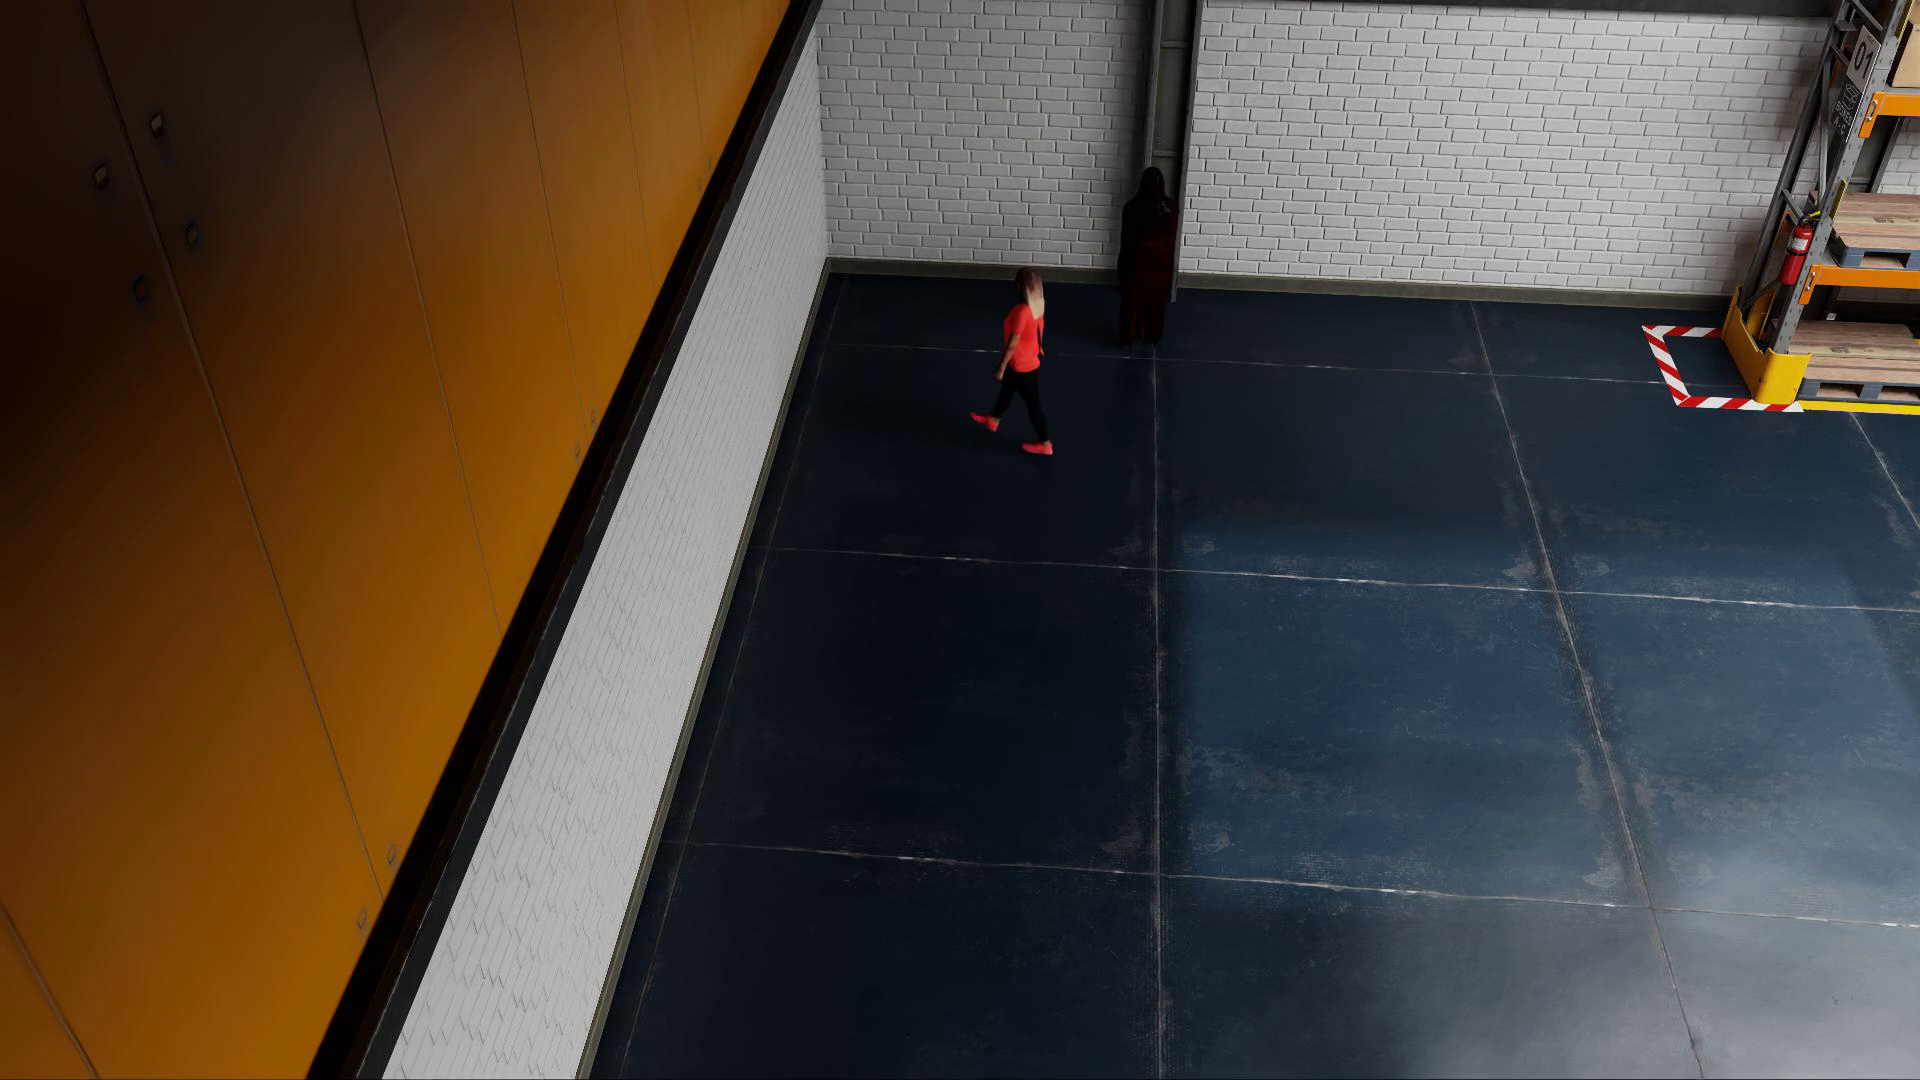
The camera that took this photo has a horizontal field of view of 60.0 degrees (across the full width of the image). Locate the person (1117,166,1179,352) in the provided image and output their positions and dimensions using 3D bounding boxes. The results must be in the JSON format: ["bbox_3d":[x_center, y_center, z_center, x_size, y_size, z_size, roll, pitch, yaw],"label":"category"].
[{"bbox_3d":[1.647,-2.470,14.676,0.629,1.758,0.784,-7,39,-8],"label":"person"}]

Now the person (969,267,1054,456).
[{"bbox_3d":[0.605,-1.404,13.415,1.051,1.665,0.730,11,40,13],"label":"person"}]
